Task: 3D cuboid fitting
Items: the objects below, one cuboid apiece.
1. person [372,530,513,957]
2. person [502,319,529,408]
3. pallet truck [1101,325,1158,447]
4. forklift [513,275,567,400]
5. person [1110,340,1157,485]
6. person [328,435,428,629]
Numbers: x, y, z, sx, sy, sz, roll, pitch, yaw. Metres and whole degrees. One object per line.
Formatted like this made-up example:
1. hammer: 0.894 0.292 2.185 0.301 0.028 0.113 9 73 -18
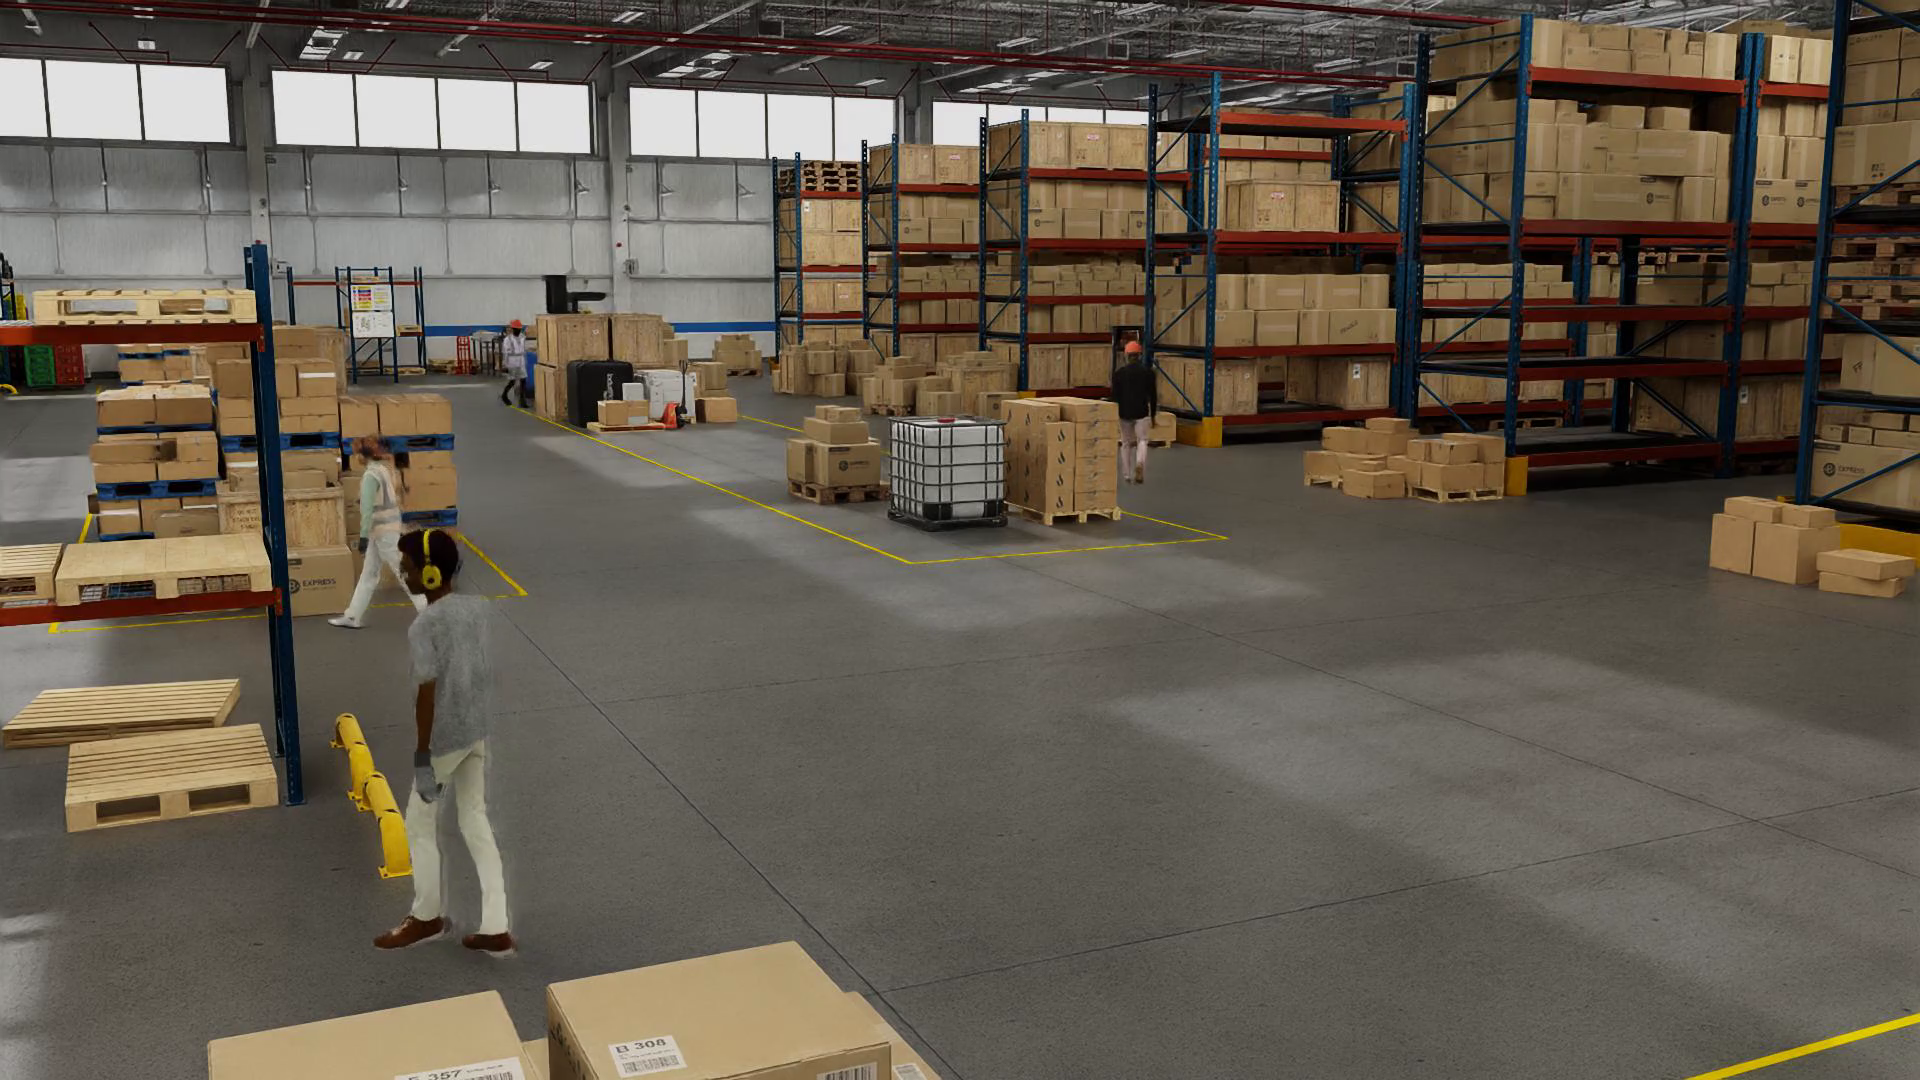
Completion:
1. person: -2.155 0.856 7.015 0.631 1.835 0.578 4 10 21
2. person: -9.503 -3.760 35.433 0.666 1.914 0.584 7 12 38
3. pallet truck: 2.881 -2.596 27.923 0.823 1.965 1.885 -1 9 -7
4. forklift: -9.170 -4.629 37.808 1.873 2.768 1.129 -4 10 -25
5. person: 2.336 -1.701 22.413 0.628 1.981 0.648 1 9 5
6. person: -4.649 -0.050 13.386 0.899 1.589 0.565 -2 9 -9
